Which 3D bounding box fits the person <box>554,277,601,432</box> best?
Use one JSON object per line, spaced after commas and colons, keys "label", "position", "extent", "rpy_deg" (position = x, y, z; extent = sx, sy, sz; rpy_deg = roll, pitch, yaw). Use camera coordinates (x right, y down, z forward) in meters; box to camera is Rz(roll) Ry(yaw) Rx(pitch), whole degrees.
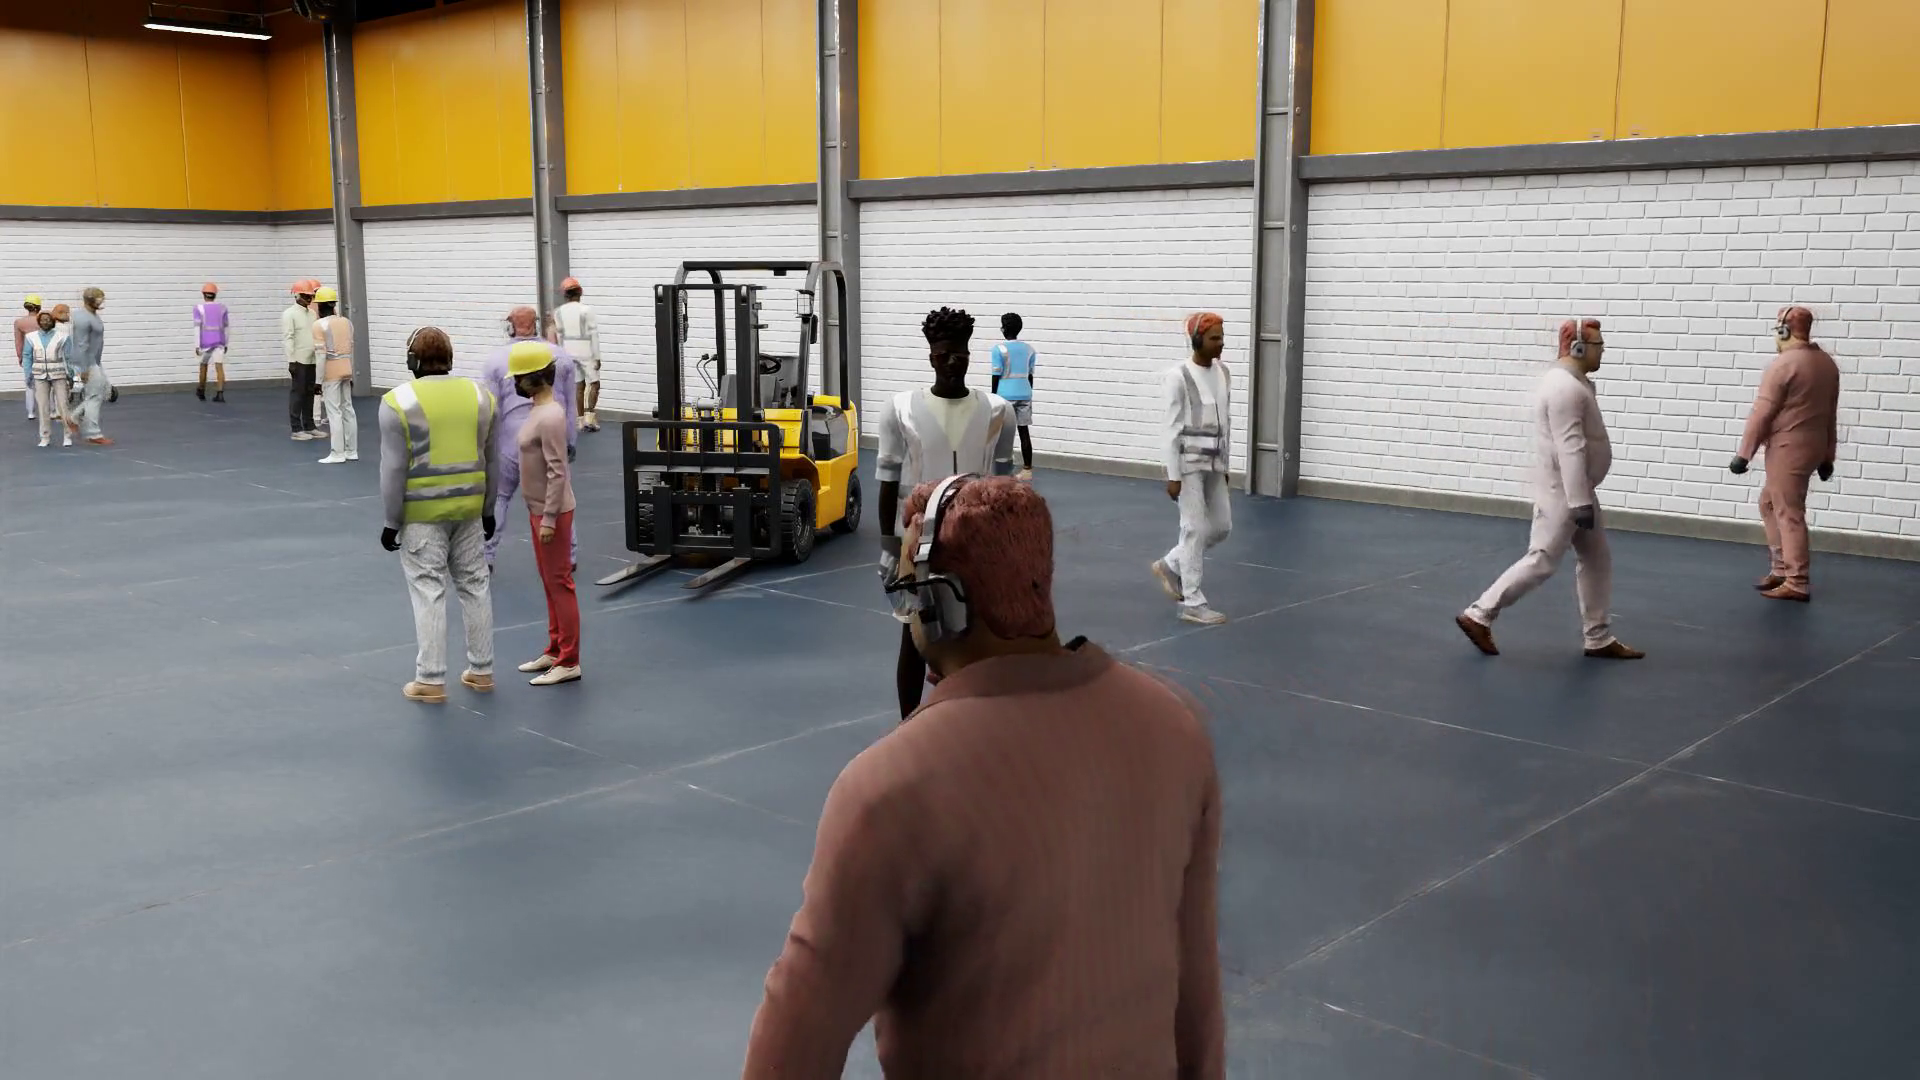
{"label": "person", "position": [-4.925, -2.391, 21.597], "extent": [0.638, 2.001, 0.429], "rpy_deg": [3, 10, 20]}

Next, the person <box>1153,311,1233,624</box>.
{"label": "person", "position": [1.394, -0.442, 10.051], "extent": [0.589, 1.873, 0.550], "rpy_deg": [-9, 13, -44]}

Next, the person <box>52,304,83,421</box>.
{"label": "person", "position": [-12.486, -2.467, 23.184], "extent": [0.507, 1.631, 0.273], "rpy_deg": [9, 13, 44]}

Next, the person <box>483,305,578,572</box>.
{"label": "person", "position": [-3.022, -0.697, 11.622], "extent": [0.738, 1.877, 0.447], "rpy_deg": [-4, 10, -24]}

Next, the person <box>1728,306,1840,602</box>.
{"label": "person", "position": [5.280, -0.550, 10.686], "extent": [0.636, 1.880, 0.601], "rpy_deg": [-7, 12, -37]}

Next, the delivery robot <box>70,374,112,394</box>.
{"label": "delivery robot", "position": [-13.778, -2.481, 26.282], "extent": [0.707, 0.478, 0.477], "rpy_deg": [4, 10, 25]}

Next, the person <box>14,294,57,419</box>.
{"label": "person", "position": [-13.013, -2.577, 23.456], "extent": [0.533, 1.768, 0.310], "rpy_deg": [-2, 9, -10]}

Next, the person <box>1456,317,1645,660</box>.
{"label": "person", "position": [3.222, -0.270, 9.002], "extent": [0.920, 1.870, 0.640], "rpy_deg": [4, 10, 24]}

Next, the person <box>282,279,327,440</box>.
{"label": "person", "position": [-8.150, -2.242, 20.704], "extent": [0.400, 1.989, 0.623], "rpy_deg": [2, 9, 12]}

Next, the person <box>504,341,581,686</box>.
{"label": "person", "position": [-2.140, -0.138, 8.524], "extent": [0.328, 1.760, 0.523], "rpy_deg": [-4, 10, -22]}

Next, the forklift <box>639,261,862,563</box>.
{"label": "forklift", "position": [-1.552, -1.040, 12.721], "extent": [1.214, 2.155, 2.313], "rpy_deg": [2, 9, 11]}

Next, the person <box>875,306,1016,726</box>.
{"label": "person", "position": [-0.051, 0.014, 6.950], "extent": [0.602, 1.967, 0.366], "rpy_deg": [-2, 9, -12]}

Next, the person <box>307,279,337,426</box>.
{"label": "person", "position": [-8.694, -2.530, 22.498], "extent": [0.407, 1.987, 0.614], "rpy_deg": [5, 11, 30]}

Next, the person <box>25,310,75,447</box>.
{"label": "person", "position": [-10.861, -1.925, 19.872], "extent": [0.520, 1.633, 0.311], "rpy_deg": [-2, 9, -13]}

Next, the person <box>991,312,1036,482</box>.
{"label": "person", "position": [0.524, -1.408, 16.509], "extent": [0.534, 1.691, 0.320], "rpy_deg": [-7, 11, -36]}

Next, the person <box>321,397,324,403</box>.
{"label": "person", "position": [-10.290, -3.094, 26.448], "extent": [0.356, 1.829, 0.580], "rpy_deg": [-3, 10, -18]}

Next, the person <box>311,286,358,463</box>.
{"label": "person", "position": [-6.845, -1.793, 18.150], "extent": [0.386, 1.927, 0.589], "rpy_deg": [3, 10, 18]}

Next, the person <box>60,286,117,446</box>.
{"label": "person", "position": [-10.451, -2.068, 19.866], "extent": [0.564, 1.917, 0.660], "rpy_deg": [-3, 10, -15]}

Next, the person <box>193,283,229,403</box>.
{"label": "person", "position": [-12.009, -3.151, 26.614], "extent": [0.558, 1.881, 0.977], "rpy_deg": [-8, 12, -40]}

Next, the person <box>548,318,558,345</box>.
{"label": "person", "position": [-5.295, -2.278, 22.073], "extent": [0.382, 1.612, 0.558], "rpy_deg": [1, 9, 9]}

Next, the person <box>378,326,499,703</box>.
{"label": "person", "position": [-2.569, -0.126, 8.194], "extent": [0.429, 1.841, 0.634], "rpy_deg": [9, 13, 42]}

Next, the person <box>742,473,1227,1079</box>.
{"label": "person", "position": [0.042, 0.835, 2.305], "extent": [1.025, 1.840, 0.659], "rpy_deg": [8, 12, 42]}
